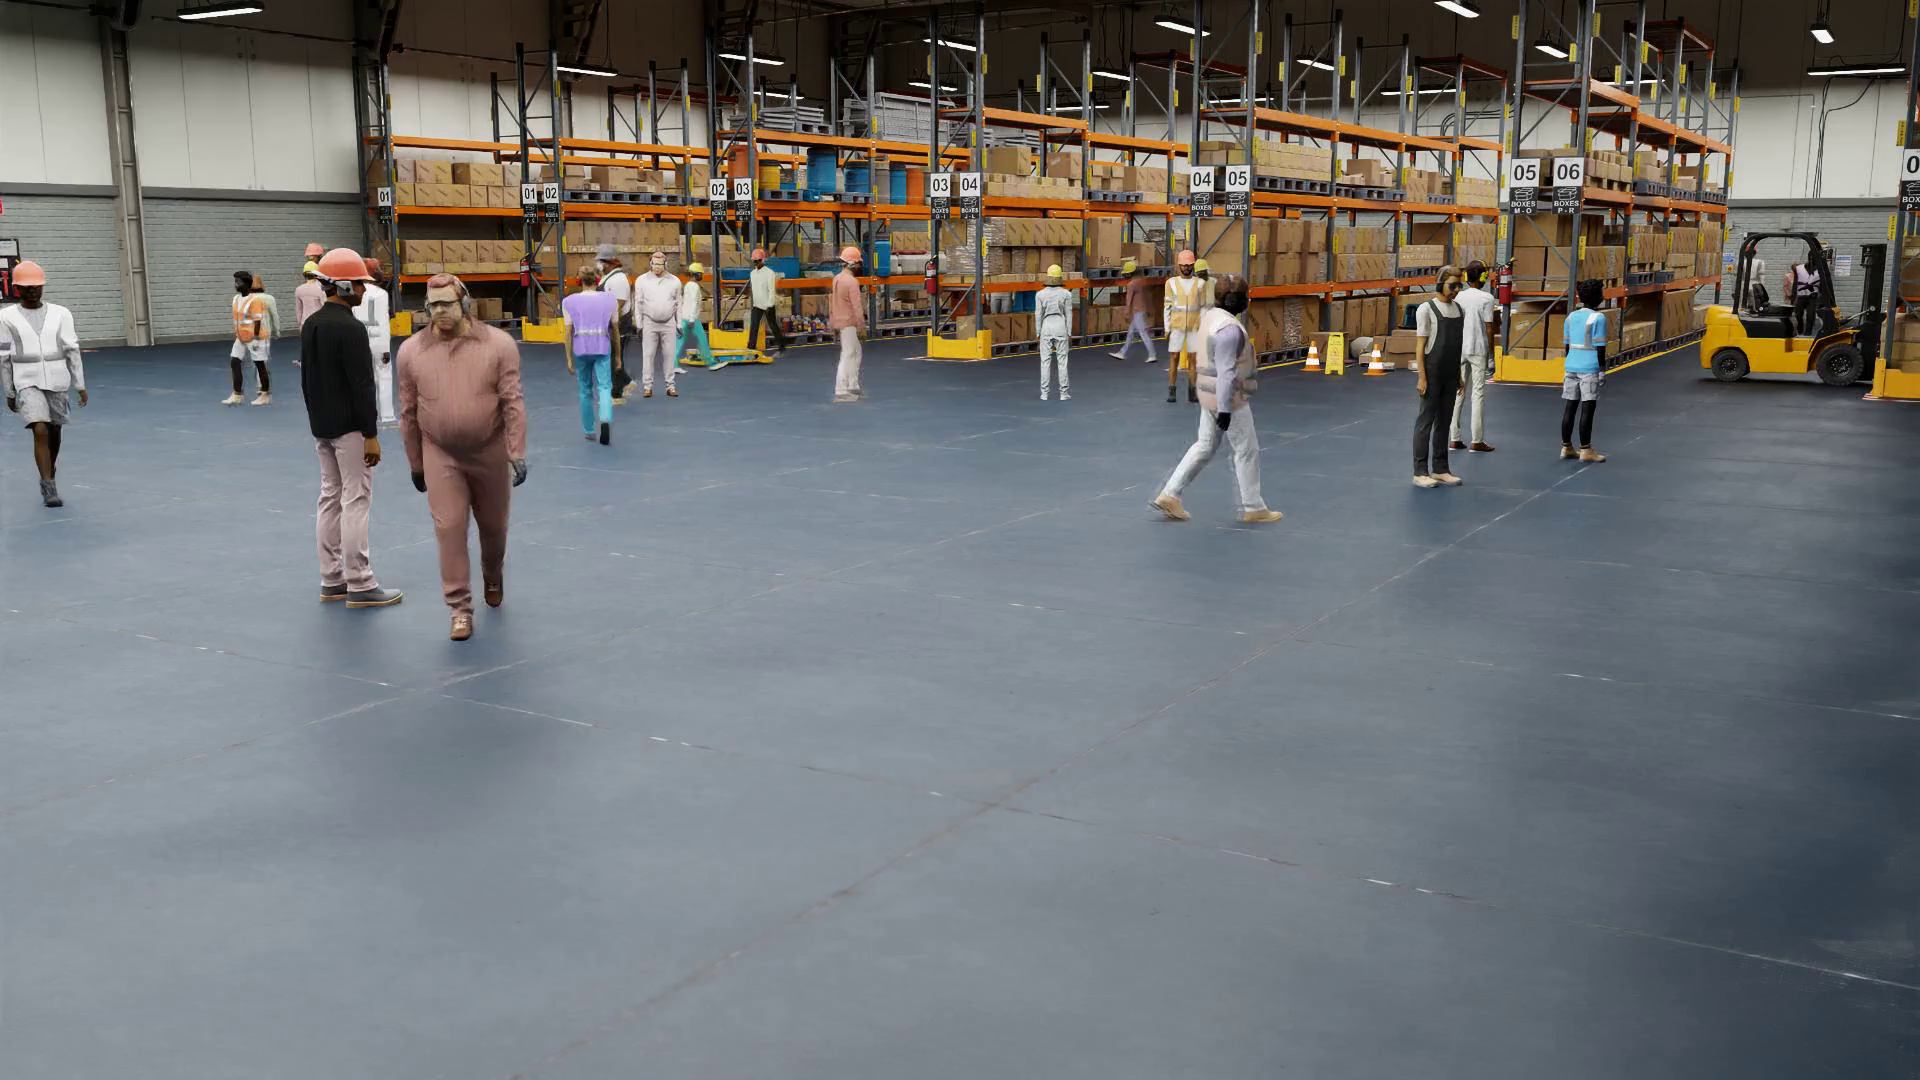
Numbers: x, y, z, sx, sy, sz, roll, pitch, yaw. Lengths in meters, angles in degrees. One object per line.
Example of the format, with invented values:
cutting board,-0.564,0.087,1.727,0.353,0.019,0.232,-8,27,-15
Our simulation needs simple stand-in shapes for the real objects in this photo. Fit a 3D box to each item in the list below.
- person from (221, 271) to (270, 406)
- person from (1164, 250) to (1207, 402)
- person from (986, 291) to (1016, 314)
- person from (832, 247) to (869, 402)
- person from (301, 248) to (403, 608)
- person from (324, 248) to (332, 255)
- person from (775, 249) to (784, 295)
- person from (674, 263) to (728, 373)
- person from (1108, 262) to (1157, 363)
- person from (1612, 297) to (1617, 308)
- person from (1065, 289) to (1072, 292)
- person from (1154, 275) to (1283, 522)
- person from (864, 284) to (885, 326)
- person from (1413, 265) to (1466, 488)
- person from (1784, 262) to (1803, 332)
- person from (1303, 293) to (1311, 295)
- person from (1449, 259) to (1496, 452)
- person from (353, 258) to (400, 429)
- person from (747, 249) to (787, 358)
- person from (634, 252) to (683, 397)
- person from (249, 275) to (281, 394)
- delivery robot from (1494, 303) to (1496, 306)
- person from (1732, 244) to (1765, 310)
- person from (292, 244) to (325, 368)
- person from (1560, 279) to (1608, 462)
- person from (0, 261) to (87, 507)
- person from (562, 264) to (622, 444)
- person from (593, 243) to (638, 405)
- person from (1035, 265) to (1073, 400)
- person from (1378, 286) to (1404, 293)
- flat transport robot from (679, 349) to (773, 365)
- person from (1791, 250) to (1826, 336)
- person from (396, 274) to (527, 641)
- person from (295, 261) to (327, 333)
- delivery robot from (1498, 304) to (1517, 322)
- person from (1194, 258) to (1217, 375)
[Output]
person,-8.876,-2.473,20.536,0.553,1.671,0.683,6,12,31
person,2.871,-2.717,21.200,0.549,1.937,0.358,0,10,0
person,0.810,-4.813,32.959,0.625,1.933,0.359,0,10,3
person,-1.347,-2.759,21.337,0.694,1.968,0.652,-5,11,-26
person,-3.420,-0.621,9.298,0.622,1.992,0.396,9,14,41
person,-12.100,-4.640,32.010,0.667,1.917,0.602,8,13,38
person,-4.686,-6.646,43.207,0.648,1.954,0.666,10,14,43
person,-4.118,-3.455,25.946,0.936,1.708,0.537,-6,12,-29
person,2.976,-3.864,28.273,0.897,1.695,0.582,5,11,24
person,15.945,-6.040,40.059,0.408,1.849,0.540,6,12,30
person,3.146,-7.489,48.053,0.562,1.881,0.886,-5,11,-27
person,1.871,-1.015,12.041,0.910,1.808,0.632,-1,10,-6
person,-2.021,-5.966,39.685,0.588,1.835,0.403,8,13,36
person,4.010,-1.360,13.859,0.507,1.844,0.345,-6,12,-31
person,18.281,-5.266,36.379,0.529,1.610,0.470,2,10,10
person,9.188,-6.658,44.110,0.307,1.637,0.525,5,11,24
person,4.997,-1.790,16.195,0.329,1.872,0.509,-8,13,-40
person,-6.382,-2.104,17.966,0.592,1.869,0.692,7,12,33
person,-3.400,-4.110,29.043,0.621,1.933,1.099,7,12,34
person,-3.964,-2.832,21.947,0.636,1.902,0.406,-3,11,-19
person,-9.499,-2.783,22.546,0.498,1.589,0.896,-1,10,-6
delivery robot,13.115,-5.592,40.912,0.477,0.478,0.707,-4,11,-20
person,17.495,-5.560,36.980,0.620,1.987,1.036,3,11,16
person,-10.291,-3.691,26.459,0.981,2.000,0.641,-9,14,-42
person,5.809,-1.570,15.445,0.318,1.697,0.536,-3,11,-18
person,-7.217,-1.240,13.069,0.561,1.897,0.972,-8,13,-38
person,-3.721,-1.882,16.867,0.577,1.822,0.848,-3,11,-16
person,-4.371,-2.694,20.779,0.543,2.000,0.694,-5,11,-25
person,1.219,-2.687,21.572,0.483,1.745,0.299,1,10,8
person,10.171,-5.899,39.140,0.597,1.900,0.806,6,12,31
flat transport robot,-3.917,-3.064,27.807,1.431,0.197,0.652,-6,12,-30
person,16.904,-4.837,33.141,0.601,1.907,0.481,6,12,29
person,-2.611,-0.466,8.776,0.646,1.873,0.854,-2,10,-13
person,-8.989,-2.987,23.187,0.532,1.771,0.304,3,11,16
delivery robot,13.108,-5.490,40.338,0.707,0.478,0.477,-1,10,-8
person,3.685,-3.392,25.385,0.611,1.789,0.576,-1,10,-5
